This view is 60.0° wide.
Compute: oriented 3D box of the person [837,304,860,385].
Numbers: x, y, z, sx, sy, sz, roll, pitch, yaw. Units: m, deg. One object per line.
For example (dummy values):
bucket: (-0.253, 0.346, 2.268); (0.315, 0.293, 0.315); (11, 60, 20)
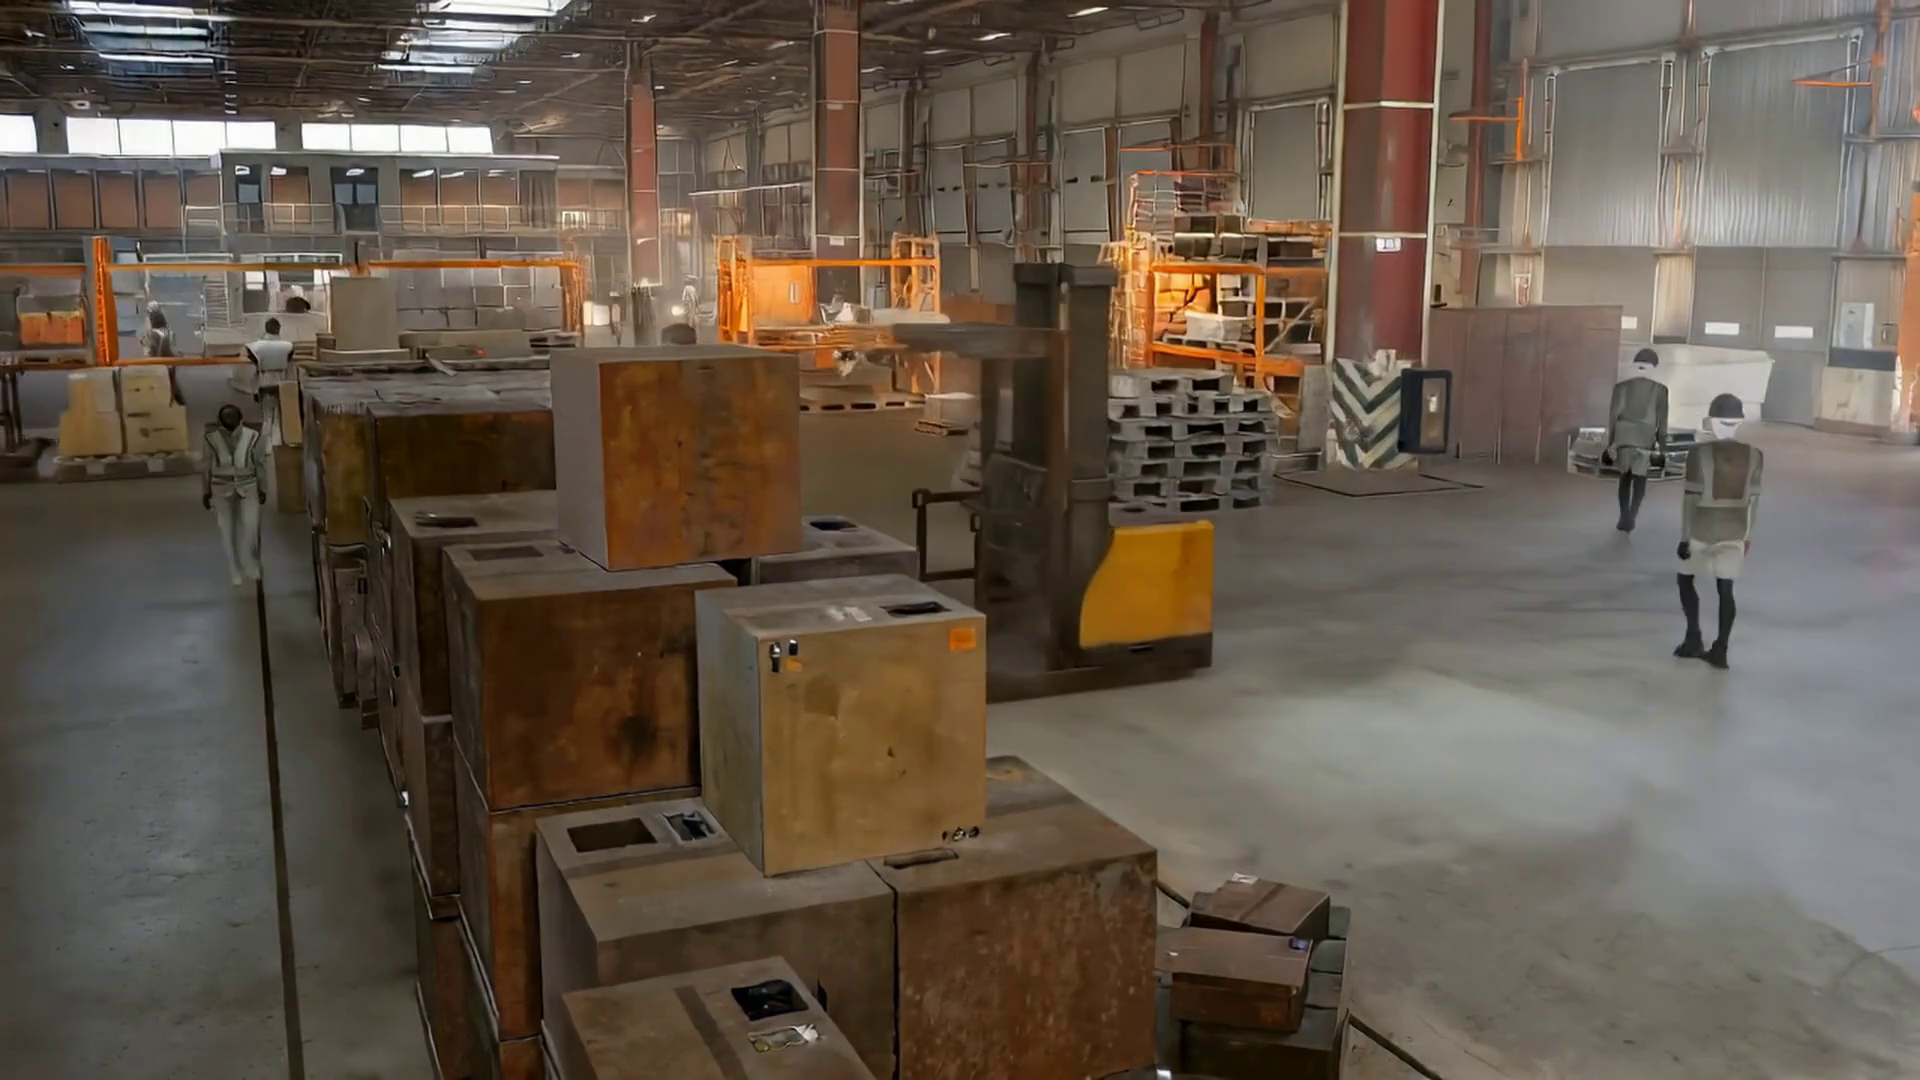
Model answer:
person: (-2.288, -3.950, 33.740); (0.412, 1.681, 0.559); (8, 13, 37)

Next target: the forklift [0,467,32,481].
forklift: (-12.593, -2.110, 20.316); (1.873, 2.768, 1.129); (-4, 11, -23)

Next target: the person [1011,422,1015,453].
person: (0.627, -0.586, 14.666); (0.360, 1.882, 0.575); (-4, 11, -23)

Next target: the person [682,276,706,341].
person: (-7.902, -6.812, 48.920); (0.924, 1.913, 0.603); (3, 11, 15)

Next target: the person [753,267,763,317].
person: (-7.797, -9.561, 64.002); (0.355, 1.930, 0.587); (0, 10, 1)

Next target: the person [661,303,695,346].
person: (-4.745, -3.048, 28.166); (0.598, 1.902, 0.656); (-6, 12, -29)

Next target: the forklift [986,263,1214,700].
forklift: (0.705, -0.473, 11.293); (1.873, 2.768, 1.129); (-4, 11, -23)

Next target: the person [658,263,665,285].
person: (-13.381, -11.365, 73.835); (0.628, 1.977, 0.409); (2, 11, 13)

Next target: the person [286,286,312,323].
person: (-15.190, -4.871, 38.228); (0.630, 1.910, 0.936); (2, 10, 8)

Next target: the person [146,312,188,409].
person: (-12.791, -2.766, 26.849); (0.699, 1.824, 0.518); (8, 13, 37)

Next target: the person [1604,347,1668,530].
person: (6.854, -1.004, 16.903); (0.577, 1.910, 0.701); (7, 12, 32)

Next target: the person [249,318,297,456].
person: (-9.446, -2.095, 22.926); (0.592, 1.909, 0.409); (-2, 10, -11)

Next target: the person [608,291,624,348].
person: (-8.431, -5.180, 40.416); (0.621, 1.725, 0.499); (-3, 11, -16)

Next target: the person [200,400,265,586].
person: (-6.245, -0.391, 14.317); (0.520, 1.623, 0.507); (-5, 11, -24)

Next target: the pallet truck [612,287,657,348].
pallet truck: (-6.464, -4.406, 35.401); (0.823, 1.965, 1.885); (6, 12, 32)

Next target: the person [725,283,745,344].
person: (-6.113, -6.063, 45.013); (0.519, 1.822, 0.650); (9, 14, 41)

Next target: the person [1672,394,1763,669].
person: (5.312, -0.066, 11.699); (0.566, 1.914, 0.569); (0, 10, -1)

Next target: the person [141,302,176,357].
person: (-15.000, -3.525, 31.071); (0.553, 1.806, 0.994); (-1, 10, -7)
